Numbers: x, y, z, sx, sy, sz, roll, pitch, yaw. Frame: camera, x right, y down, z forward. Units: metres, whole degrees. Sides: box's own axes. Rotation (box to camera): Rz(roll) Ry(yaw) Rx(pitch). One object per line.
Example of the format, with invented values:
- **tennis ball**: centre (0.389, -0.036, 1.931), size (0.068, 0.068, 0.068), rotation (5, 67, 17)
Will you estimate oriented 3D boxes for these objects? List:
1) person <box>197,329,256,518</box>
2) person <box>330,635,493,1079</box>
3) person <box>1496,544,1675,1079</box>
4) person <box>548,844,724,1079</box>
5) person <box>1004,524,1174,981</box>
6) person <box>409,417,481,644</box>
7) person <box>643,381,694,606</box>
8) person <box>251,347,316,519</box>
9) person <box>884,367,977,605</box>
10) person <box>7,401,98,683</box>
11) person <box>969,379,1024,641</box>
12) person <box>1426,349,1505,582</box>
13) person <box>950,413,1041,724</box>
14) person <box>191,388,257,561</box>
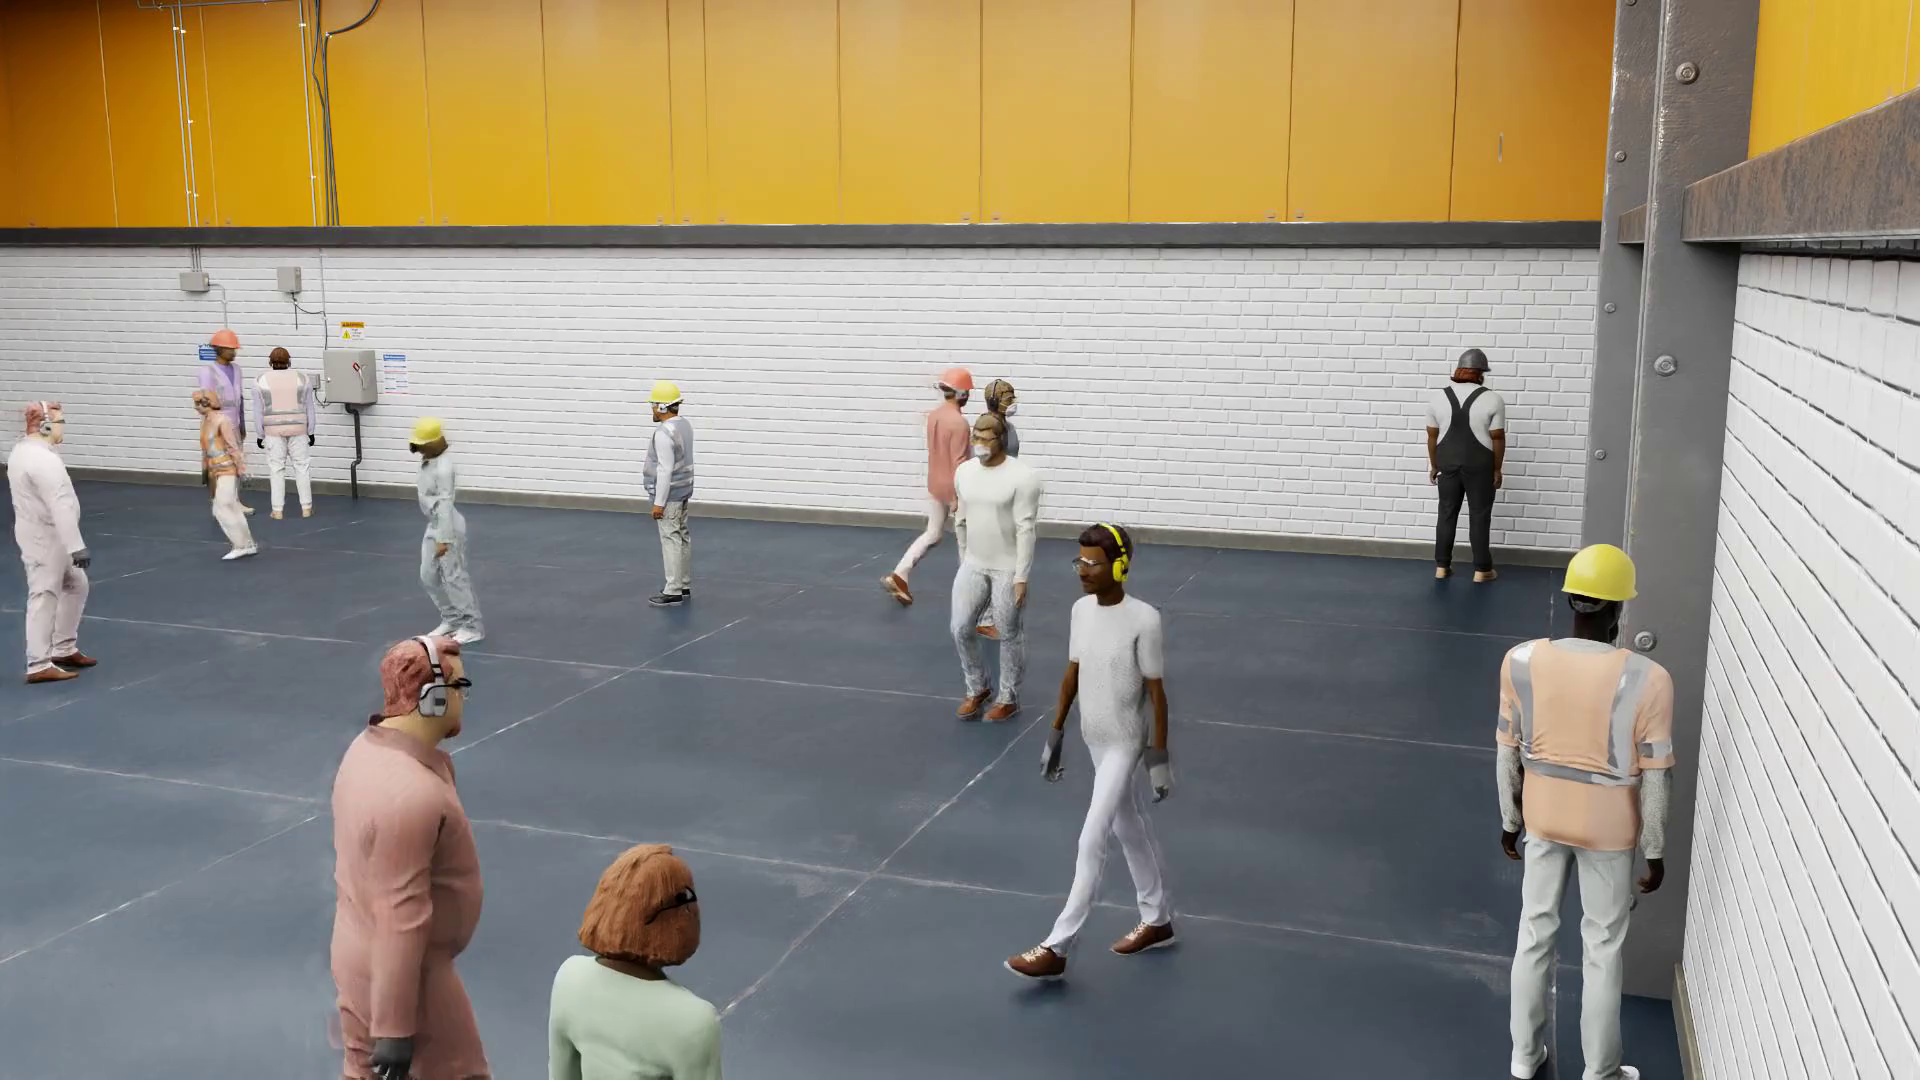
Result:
- **person**: centre (-7.866, -1.240, 17.851), size (0.423, 2.031, 0.619), rotation (2, 10, 13)
- **person**: centre (-1.636, 1.196, 4.616), size (0.849, 1.863, 0.682), rotation (-6, 12, -31)
- **person**: centre (2.129, 0.965, 5.703), size (0.587, 1.927, 0.367), rotation (8, 13, 38)
- **person**: centre (-0.692, 1.468, 3.701), size (0.507, 1.631, 0.266), rotation (7, 12, 34)
- **person**: centre (0.514, 0.843, 6.673), size (0.947, 1.822, 0.542), rotation (-6, 12, -31)
- **person**: centre (-3.748, -0.061, 12.097), size (0.517, 1.701, 0.501), rotation (-8, 13, -39)
- **person**: centre (-2.372, -0.380, 13.544), size (0.404, 1.833, 0.589), rotation (1, 10, 8)
- **person**: centre (-7.235, -1.145, 17.834), size (0.627, 1.843, 0.429), rotation (-5, 11, -27)
- **person**: centre (-0.156, -0.428, 13.503), size (0.935, 1.957, 0.619), rotation (-6, 12, -29)
- **person**: centre (-6.065, 0.015, 11.192), size (0.629, 1.888, 0.666), rotation (-7, 12, -36)
- **person**: centre (0.280, -0.232, 12.416), size (0.373, 1.940, 0.630), rotation (4, 11, 19)
- **person**: centre (4.449, -0.665, 14.564), size (0.675, 2.000, 0.537), rotation (7, 12, 36)
- **person**: centre (0.194, 0.187, 10.098), size (0.628, 1.921, 0.519), rotation (6, 12, 32)
- **person**: centre (-6.811, -0.606, 15.427), size (0.490, 1.610, 0.532), rotation (-9, 13, -40)
